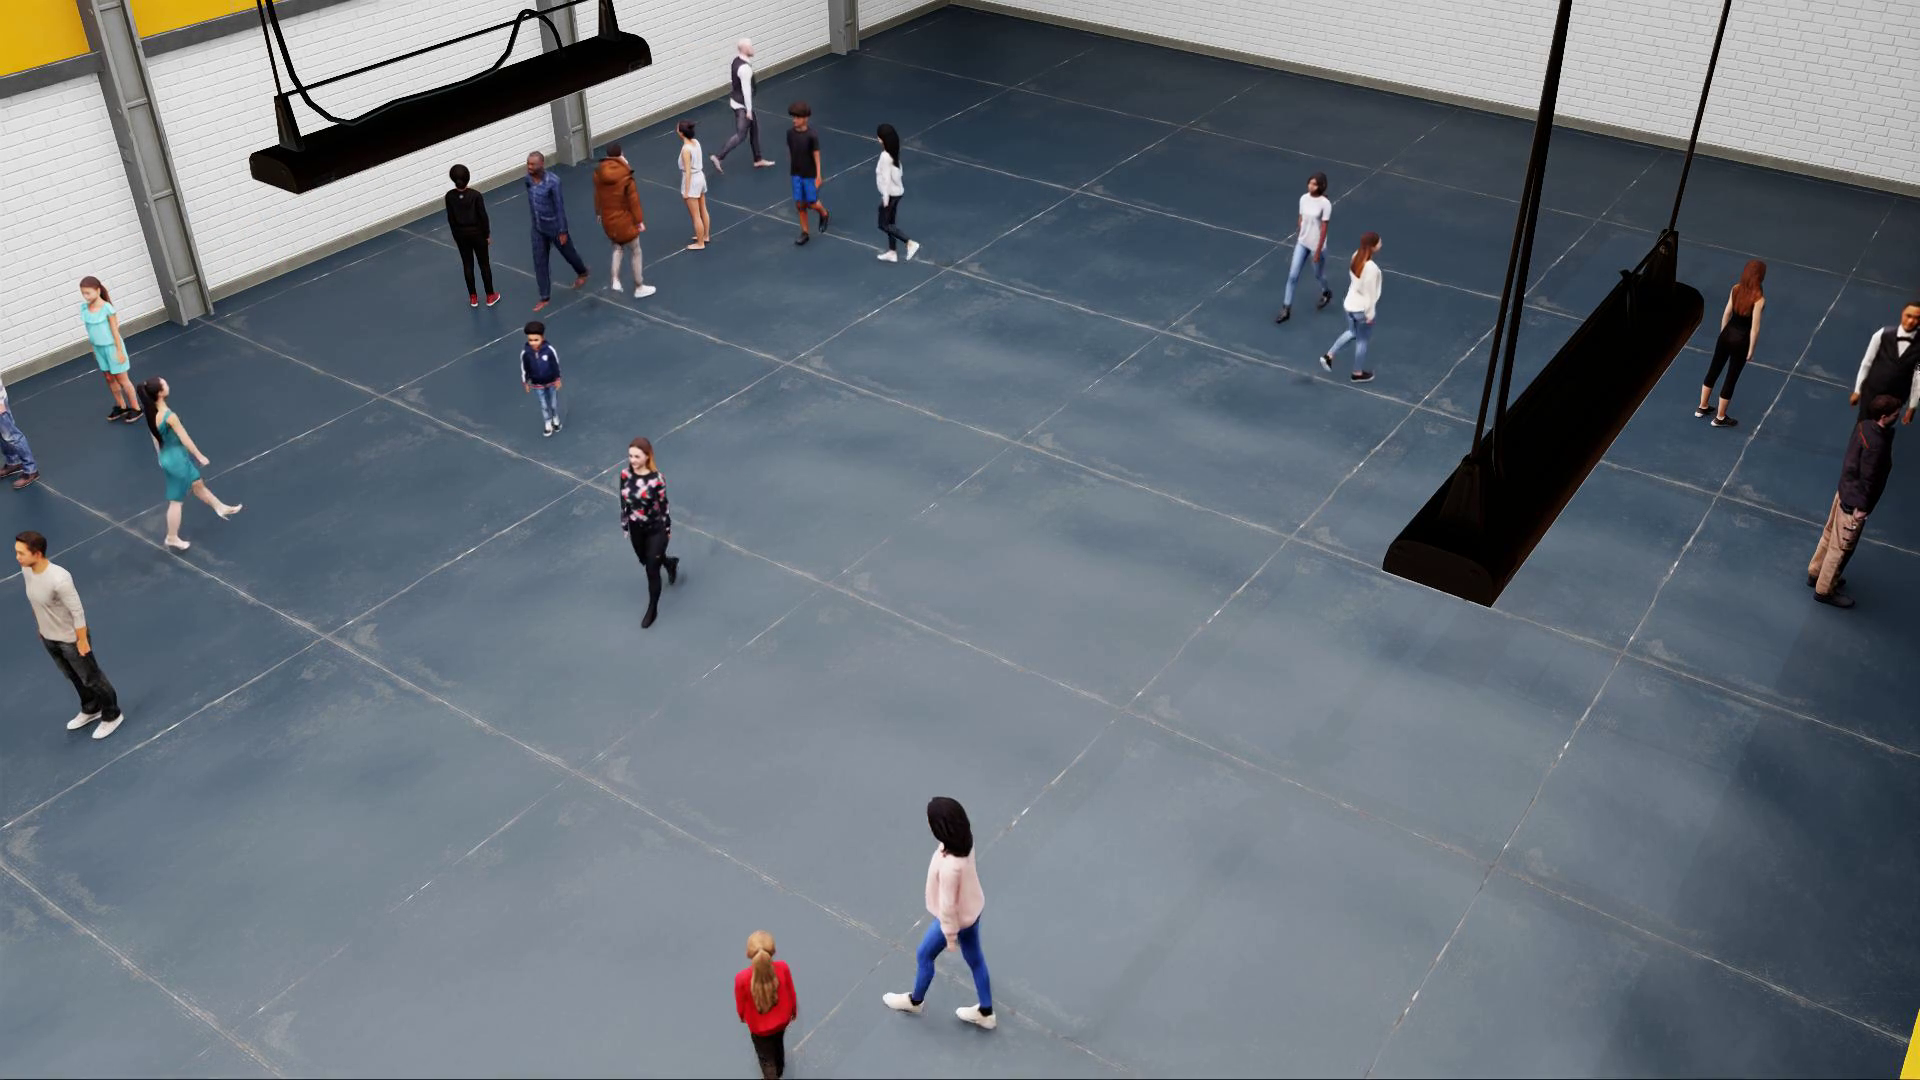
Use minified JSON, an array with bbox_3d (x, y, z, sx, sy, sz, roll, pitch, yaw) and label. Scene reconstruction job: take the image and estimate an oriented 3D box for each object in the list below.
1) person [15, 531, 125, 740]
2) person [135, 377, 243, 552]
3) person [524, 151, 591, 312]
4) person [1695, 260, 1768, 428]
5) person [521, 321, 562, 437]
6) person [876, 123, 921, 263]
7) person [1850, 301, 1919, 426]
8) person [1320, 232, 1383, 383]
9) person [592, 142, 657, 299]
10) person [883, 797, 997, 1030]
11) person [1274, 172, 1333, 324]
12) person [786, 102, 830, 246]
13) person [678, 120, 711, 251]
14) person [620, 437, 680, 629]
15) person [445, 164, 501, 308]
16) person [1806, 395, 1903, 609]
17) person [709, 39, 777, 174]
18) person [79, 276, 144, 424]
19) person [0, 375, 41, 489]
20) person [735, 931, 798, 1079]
[{"bbox_3d":[-6.681,0.688,12.445,0.684,1.808,0.565,17,37,23],"label":"person"},{"bbox_3d":[-6.936,-0.620,14.554,0.592,1.650,0.996,25,41,32],"label":"person"},{"bbox_3d":[-4.588,-3.567,18.883,0.800,1.767,1.246,15,37,22],"label":"person"},{"bbox_3d":[7.690,-1.968,16.517,0.677,1.723,0.650,-13,36,-19],"label":"person"},{"bbox_3d":[-4.113,-1.622,16.457,0.604,1.214,0.643,-1,34,-2],"label":"person"},{"bbox_3d":[-0.738,-4.085,19.740,0.869,1.681,0.833,5,34,8],"label":"person"},{"bbox_3d":[8.622,-1.370,15.485,0.852,1.870,1.307,16,37,22],"label":"person"},{"bbox_3d":[4.070,-2.389,17.188,0.977,1.681,0.902,-8,35,-12],"label":"person"},{"bbox_3d":[-3.903,-3.583,18.857,0.802,1.823,0.815,19,38,26],"label":"person"},{"bbox_3d":[0.072,2.307,10.079,0.844,1.730,0.958,11,35,17],"label":"person"},{"bbox_3d":[3.967,-3.263,18.505,1.195,1.679,0.715,-29,43,-36],"label":"person"},{"bbox_3d":[-1.848,-4.504,20.283,0.662,1.777,0.862,15,36,21],"label":"person"},{"bbox_3d":[-3.228,-4.325,20.165,0.690,1.611,0.561,7,34,10],"label":"person"},{"bbox_3d":[-2.553,-0.134,13.814,0.758,1.660,1.060,11,35,16],"label":"person"},{"bbox_3d":[-5.522,-3.441,18.783,0.675,1.667,0.712,-2,34,-2],"label":"person"},{"bbox_3d":[7.488,-0.356,13.910,0.836,1.925,0.682,8,34,11],"label":"person"},{"bbox_3d":[-2.966,-5.727,22.113,1.300,1.789,1.149,-13,36,-18],"label":"person"},{"bbox_3d":[-8.496,-1.924,16.600,0.603,1.559,0.631,12,36,18],"label":"person"},{"bbox_3d":[-9.043,-1.361,15.488,0.646,1.852,0.501,22,39,29],"label":"person"},{"bbox_3d":[-1.113,2.833,9.703,0.834,1.269,0.783,-14,36,-20],"label":"person"}]
